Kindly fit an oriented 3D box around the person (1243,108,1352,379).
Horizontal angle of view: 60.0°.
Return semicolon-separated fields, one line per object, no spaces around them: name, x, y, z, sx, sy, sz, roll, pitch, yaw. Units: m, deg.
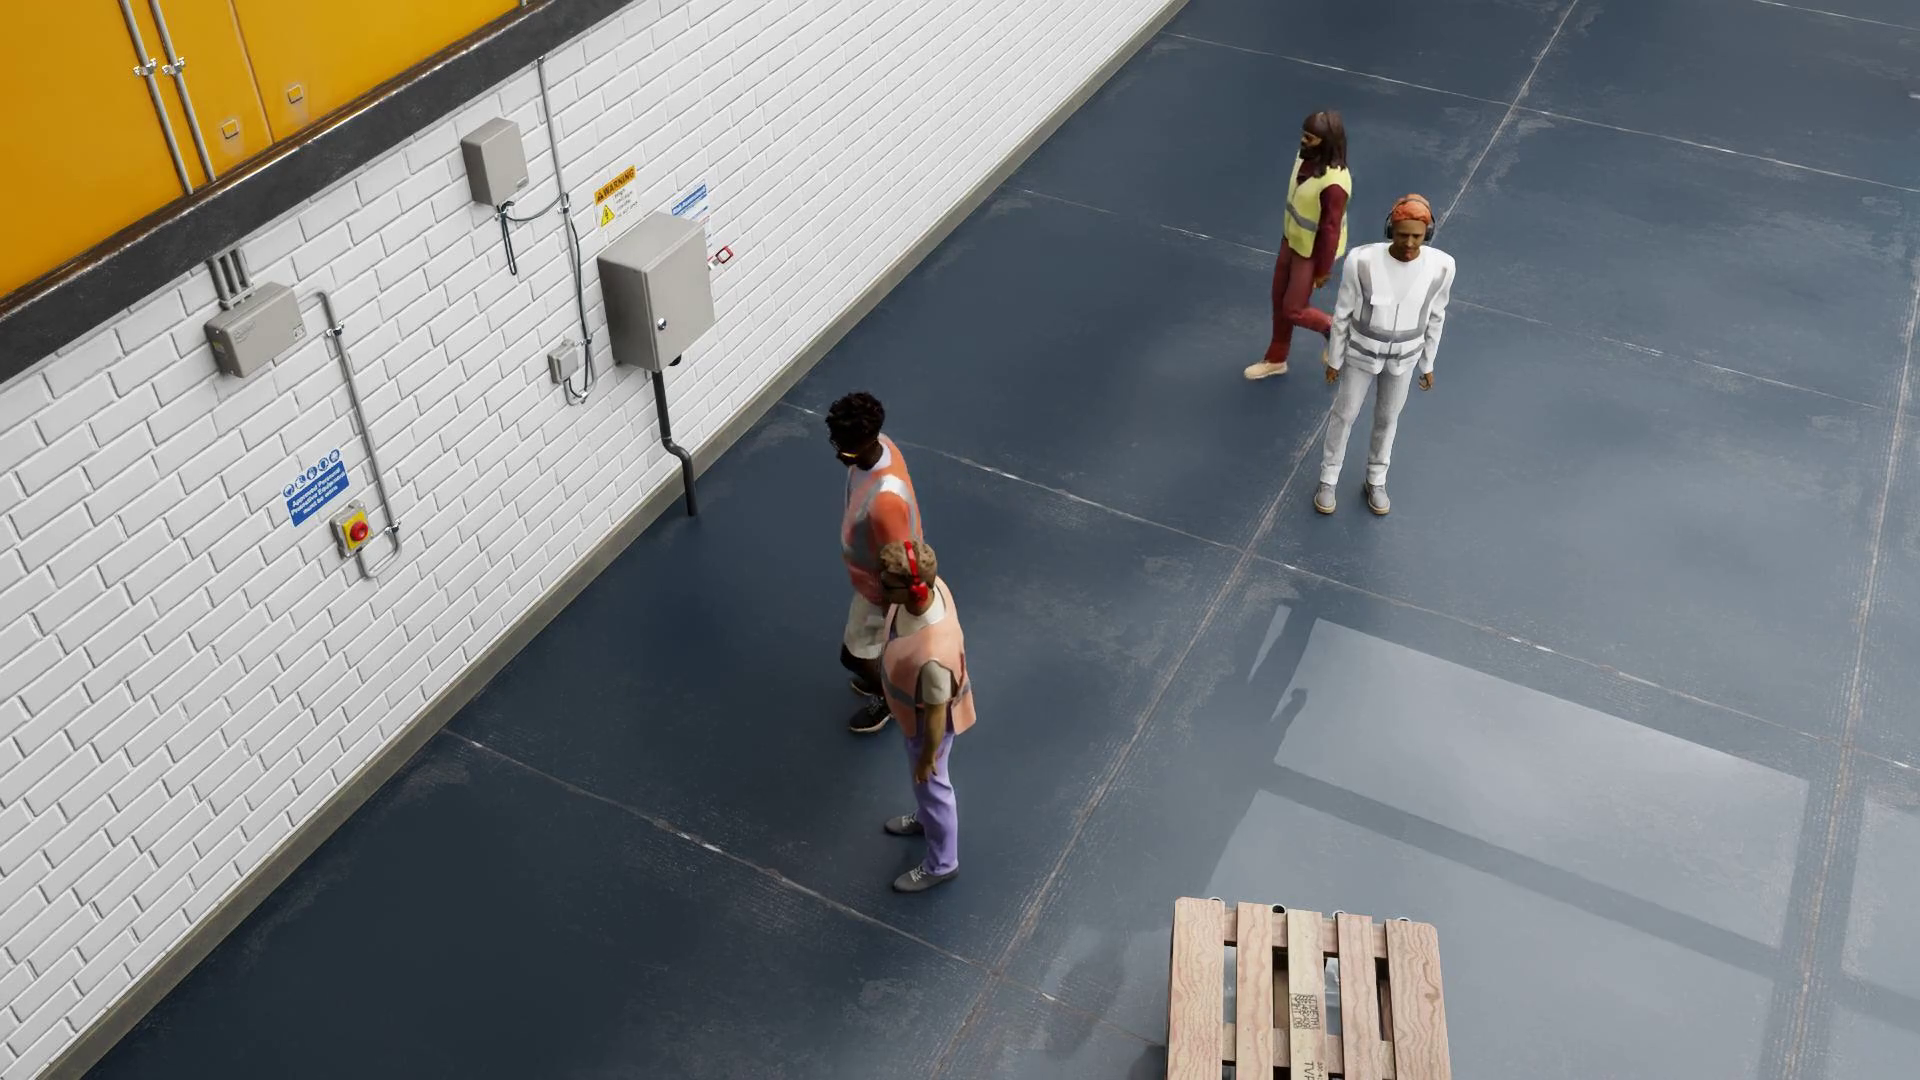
person;2.050;-1.687;9.657;0.586;1.753;0.474;-10;42;-12

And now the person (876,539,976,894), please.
person;-0.136;0.708;6.819;0.379;1.836;0.564;-7;41;-8

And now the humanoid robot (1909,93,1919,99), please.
humanoid robot;7.893;-4.091;12.483;0.904;1.783;0.584;7;41;8

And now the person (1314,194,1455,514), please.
person;2.204;-0.945;8.699;0.573;1.882;0.355;2;41;3

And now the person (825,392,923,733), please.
person;-0.392;0.123;7.410;0.453;1.942;0.721;-4;41;-5
